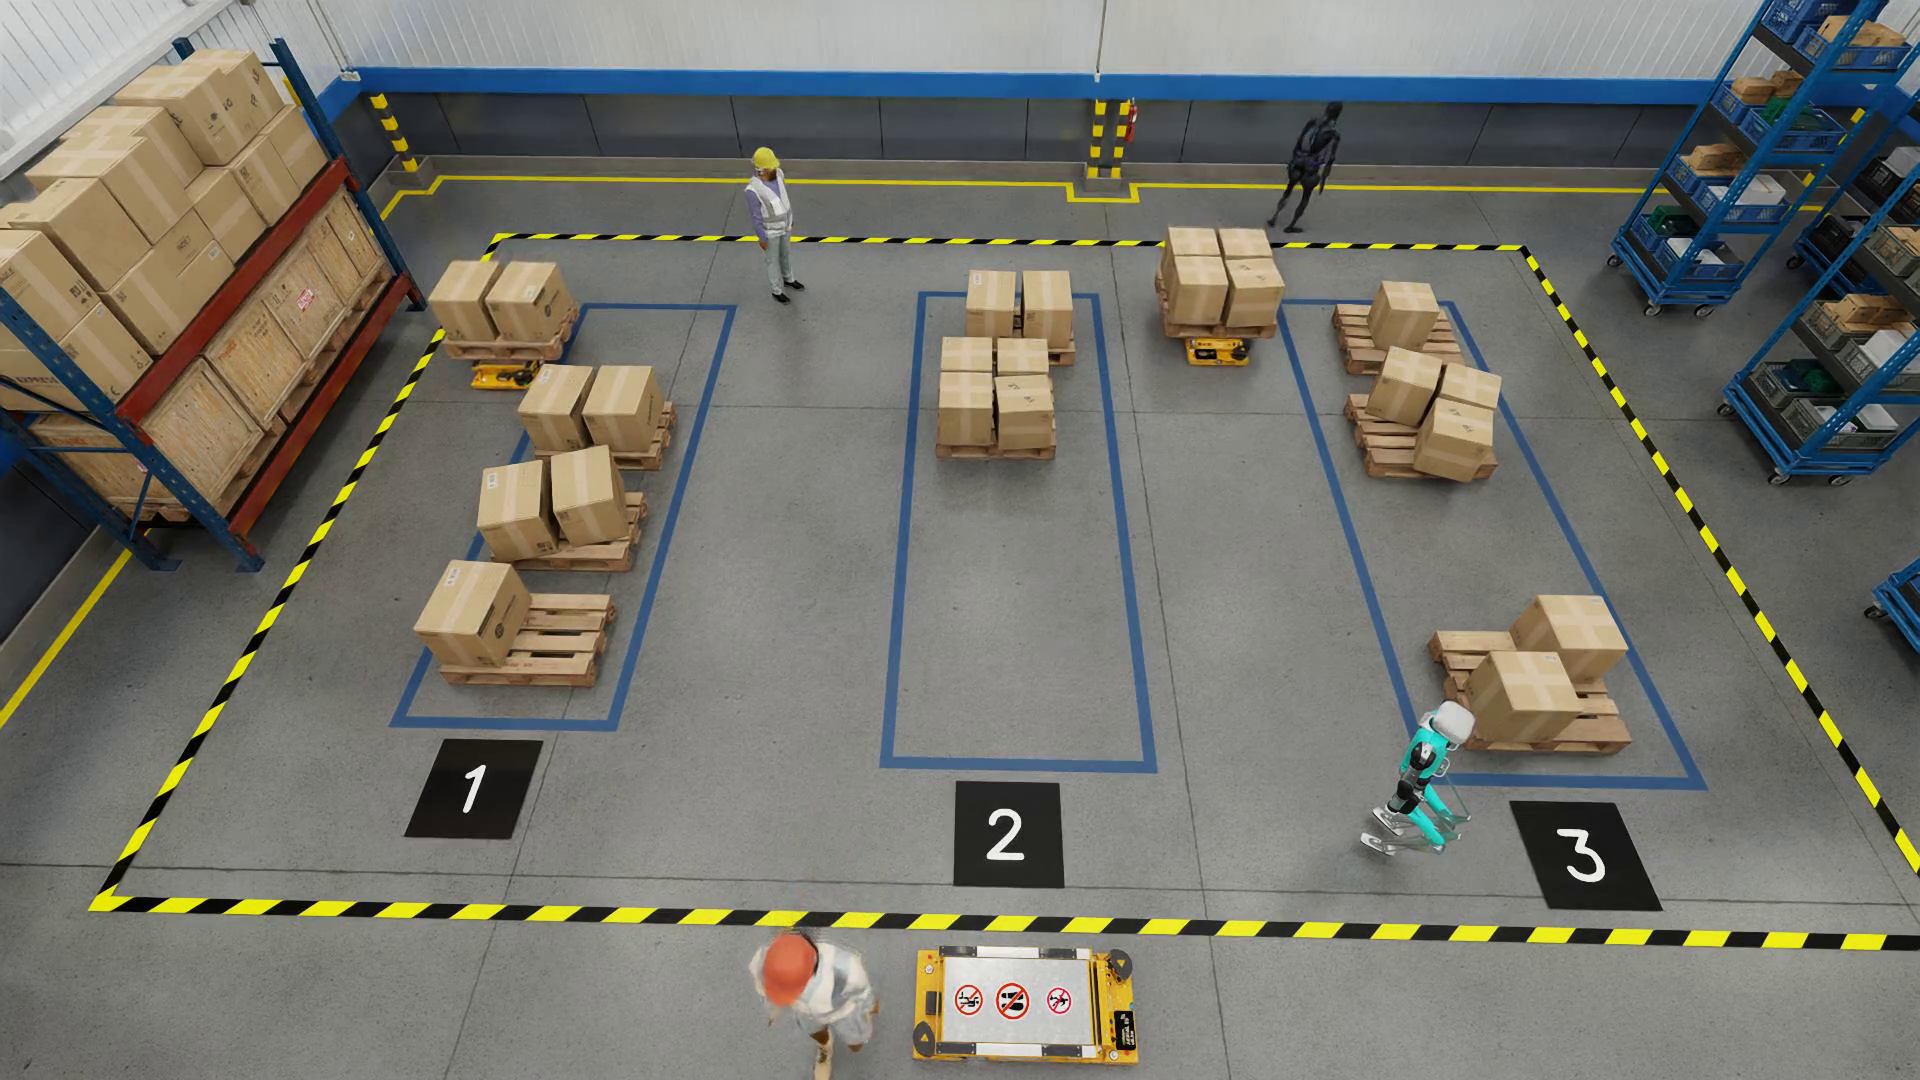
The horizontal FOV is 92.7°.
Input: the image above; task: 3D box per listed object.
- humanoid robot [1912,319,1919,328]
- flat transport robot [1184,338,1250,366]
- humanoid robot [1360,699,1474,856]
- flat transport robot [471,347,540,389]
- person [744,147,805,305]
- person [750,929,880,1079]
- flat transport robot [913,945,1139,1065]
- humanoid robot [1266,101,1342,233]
[{"bbox_3d":[10.506,-2.564,9.657,0.315,1.657,0.599,21,54,16],"label":"humanoid robot"},{"bbox_3d":[2.879,-2.543,10.541,0.652,0.197,1.431,1,51,1],"label":"flat transport robot"},{"bbox_3d":[3.166,1.696,6.066,0.735,1.681,0.533,34,58,25],"label":"humanoid robot"},{"bbox_3d":[-4.931,-2.235,10.289,0.652,0.197,1.431,1,51,1],"label":"flat transport robot"},{"bbox_3d":[-2.086,-3.556,10.376,0.404,1.828,0.598,23,54,17],"label":"person"},{"bbox_3d":[-0.799,2.650,5.186,0.665,2.030,0.489,3,51,3],"label":"person"},{"bbox_3d":[0.422,3.041,6.007,1.431,0.231,0.659,1,51,1],"label":"flat transport robot"},{"bbox_3d":[4.246,-4.572,11.306,0.483,1.637,0.607,-29,57,-22],"label":"humanoid robot"}]
